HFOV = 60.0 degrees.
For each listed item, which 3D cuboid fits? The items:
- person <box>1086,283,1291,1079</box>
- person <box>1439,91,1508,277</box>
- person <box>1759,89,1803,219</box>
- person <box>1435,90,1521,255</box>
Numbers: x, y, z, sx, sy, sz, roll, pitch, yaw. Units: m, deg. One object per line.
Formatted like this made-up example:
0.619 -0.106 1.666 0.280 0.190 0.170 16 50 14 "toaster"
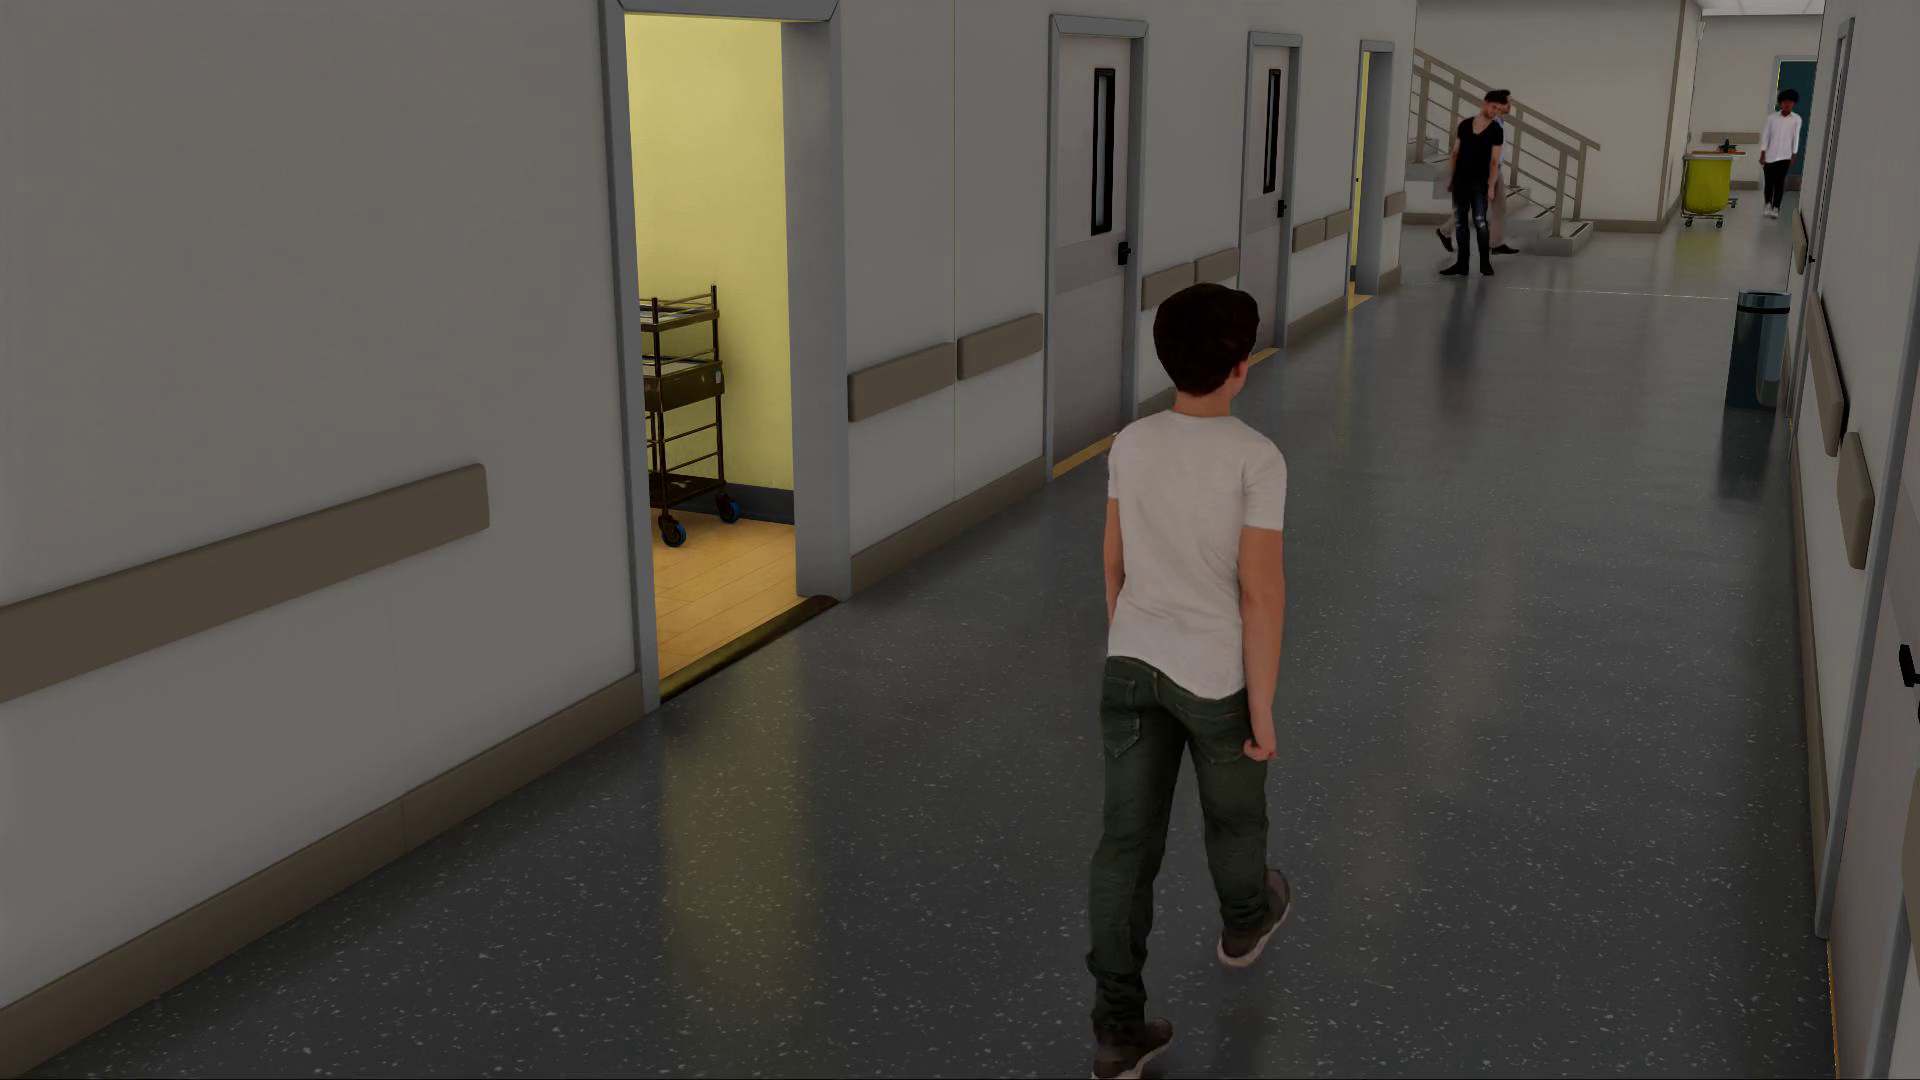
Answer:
0.416 0.335 3.371 1.061 1.609 0.732 9 18 29 "person"
5.197 -3.631 16.989 0.896 1.853 0.726 -8 18 -26 "person"
11.639 -5.476 23.686 1.061 1.771 0.728 8 18 27 "person"
5.903 -4.131 18.845 1.181 1.809 0.697 9 18 29 "person"
